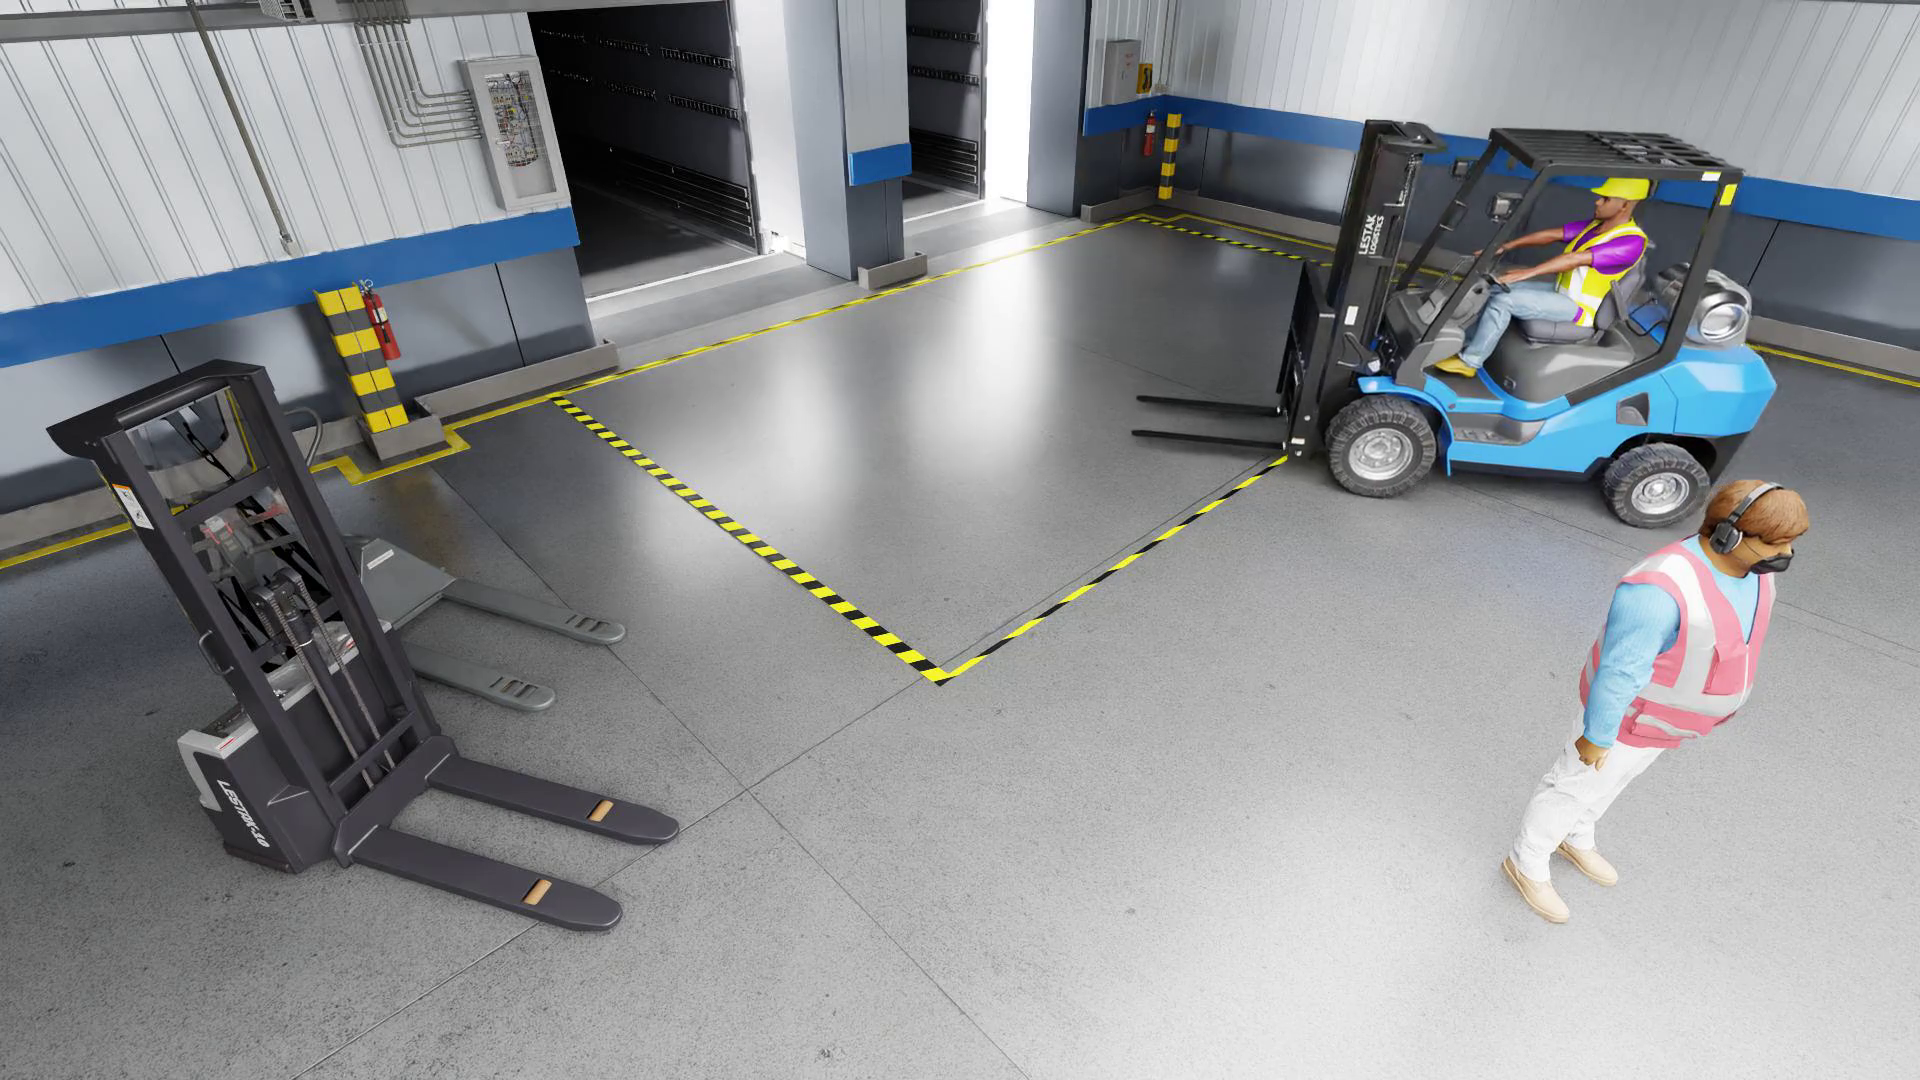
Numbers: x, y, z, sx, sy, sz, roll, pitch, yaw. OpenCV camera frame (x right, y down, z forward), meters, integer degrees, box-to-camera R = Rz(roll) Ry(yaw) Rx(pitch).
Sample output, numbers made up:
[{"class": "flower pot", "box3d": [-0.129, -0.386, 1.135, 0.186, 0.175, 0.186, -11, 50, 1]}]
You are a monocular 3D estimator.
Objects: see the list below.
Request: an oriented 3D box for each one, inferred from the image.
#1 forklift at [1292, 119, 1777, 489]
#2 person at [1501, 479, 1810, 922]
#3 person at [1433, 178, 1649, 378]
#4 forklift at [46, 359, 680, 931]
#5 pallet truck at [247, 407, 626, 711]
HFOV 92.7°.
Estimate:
[{"class": "forklift", "box3d": [3.642, -1.496, 5.858, 2.680, 2.036, 1.157, 7, 35, 10]}, {"class": "person", "box3d": [2.416, 0.600, 3.229, 0.624, 1.844, 0.429, -17, 38, -23]}, {"class": "person", "box3d": [3.585, -1.662, 5.769, 1.004, 1.293, 0.635, 7, 35, 10]}, {"class": "forklift", "box3d": [-2.135, 0.422, 3.354, 1.885, 1.965, 0.823, 10, 35, 14]}, {"class": "pallet truck", "box3d": [-2.628, 0.038, 4.590, 1.601, 1.201, 0.680, 12, 36, 18]}]
